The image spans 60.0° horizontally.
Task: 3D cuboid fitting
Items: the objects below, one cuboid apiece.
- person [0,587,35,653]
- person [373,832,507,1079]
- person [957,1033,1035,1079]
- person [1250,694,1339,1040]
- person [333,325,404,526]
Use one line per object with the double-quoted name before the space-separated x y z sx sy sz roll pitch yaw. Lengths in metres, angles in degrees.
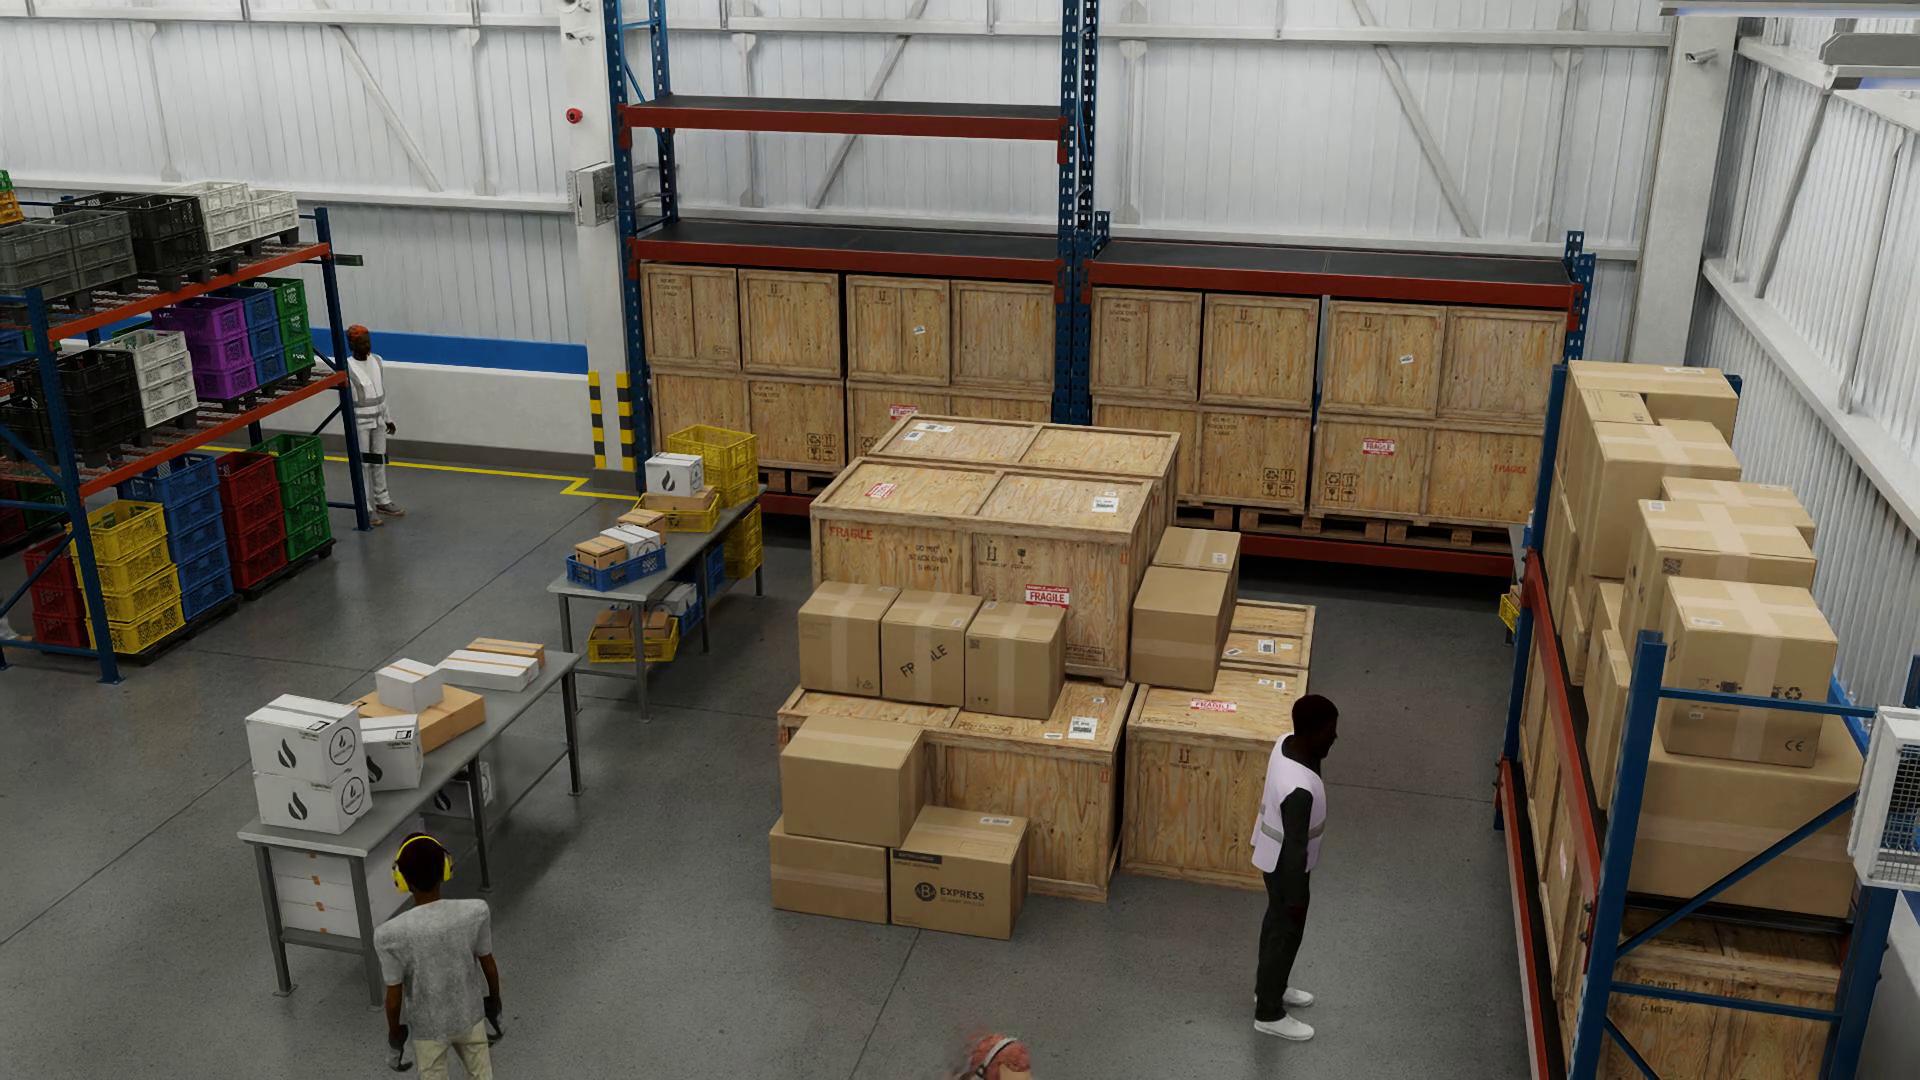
"person" -7.637 0.048 12.721 0.657 1.825 0.668 19 28 41
"person" -2.248 2.117 7.255 0.519 1.865 0.328 -12 24 -28
"person" 0.006 2.547 6.171 0.686 1.844 0.954 -12 24 -29
"person" 1.675 1.643 8.439 0.402 1.908 0.598 2 21 6
"person" -5.554 -1.090 15.619 0.355 1.883 0.573 9 23 22
